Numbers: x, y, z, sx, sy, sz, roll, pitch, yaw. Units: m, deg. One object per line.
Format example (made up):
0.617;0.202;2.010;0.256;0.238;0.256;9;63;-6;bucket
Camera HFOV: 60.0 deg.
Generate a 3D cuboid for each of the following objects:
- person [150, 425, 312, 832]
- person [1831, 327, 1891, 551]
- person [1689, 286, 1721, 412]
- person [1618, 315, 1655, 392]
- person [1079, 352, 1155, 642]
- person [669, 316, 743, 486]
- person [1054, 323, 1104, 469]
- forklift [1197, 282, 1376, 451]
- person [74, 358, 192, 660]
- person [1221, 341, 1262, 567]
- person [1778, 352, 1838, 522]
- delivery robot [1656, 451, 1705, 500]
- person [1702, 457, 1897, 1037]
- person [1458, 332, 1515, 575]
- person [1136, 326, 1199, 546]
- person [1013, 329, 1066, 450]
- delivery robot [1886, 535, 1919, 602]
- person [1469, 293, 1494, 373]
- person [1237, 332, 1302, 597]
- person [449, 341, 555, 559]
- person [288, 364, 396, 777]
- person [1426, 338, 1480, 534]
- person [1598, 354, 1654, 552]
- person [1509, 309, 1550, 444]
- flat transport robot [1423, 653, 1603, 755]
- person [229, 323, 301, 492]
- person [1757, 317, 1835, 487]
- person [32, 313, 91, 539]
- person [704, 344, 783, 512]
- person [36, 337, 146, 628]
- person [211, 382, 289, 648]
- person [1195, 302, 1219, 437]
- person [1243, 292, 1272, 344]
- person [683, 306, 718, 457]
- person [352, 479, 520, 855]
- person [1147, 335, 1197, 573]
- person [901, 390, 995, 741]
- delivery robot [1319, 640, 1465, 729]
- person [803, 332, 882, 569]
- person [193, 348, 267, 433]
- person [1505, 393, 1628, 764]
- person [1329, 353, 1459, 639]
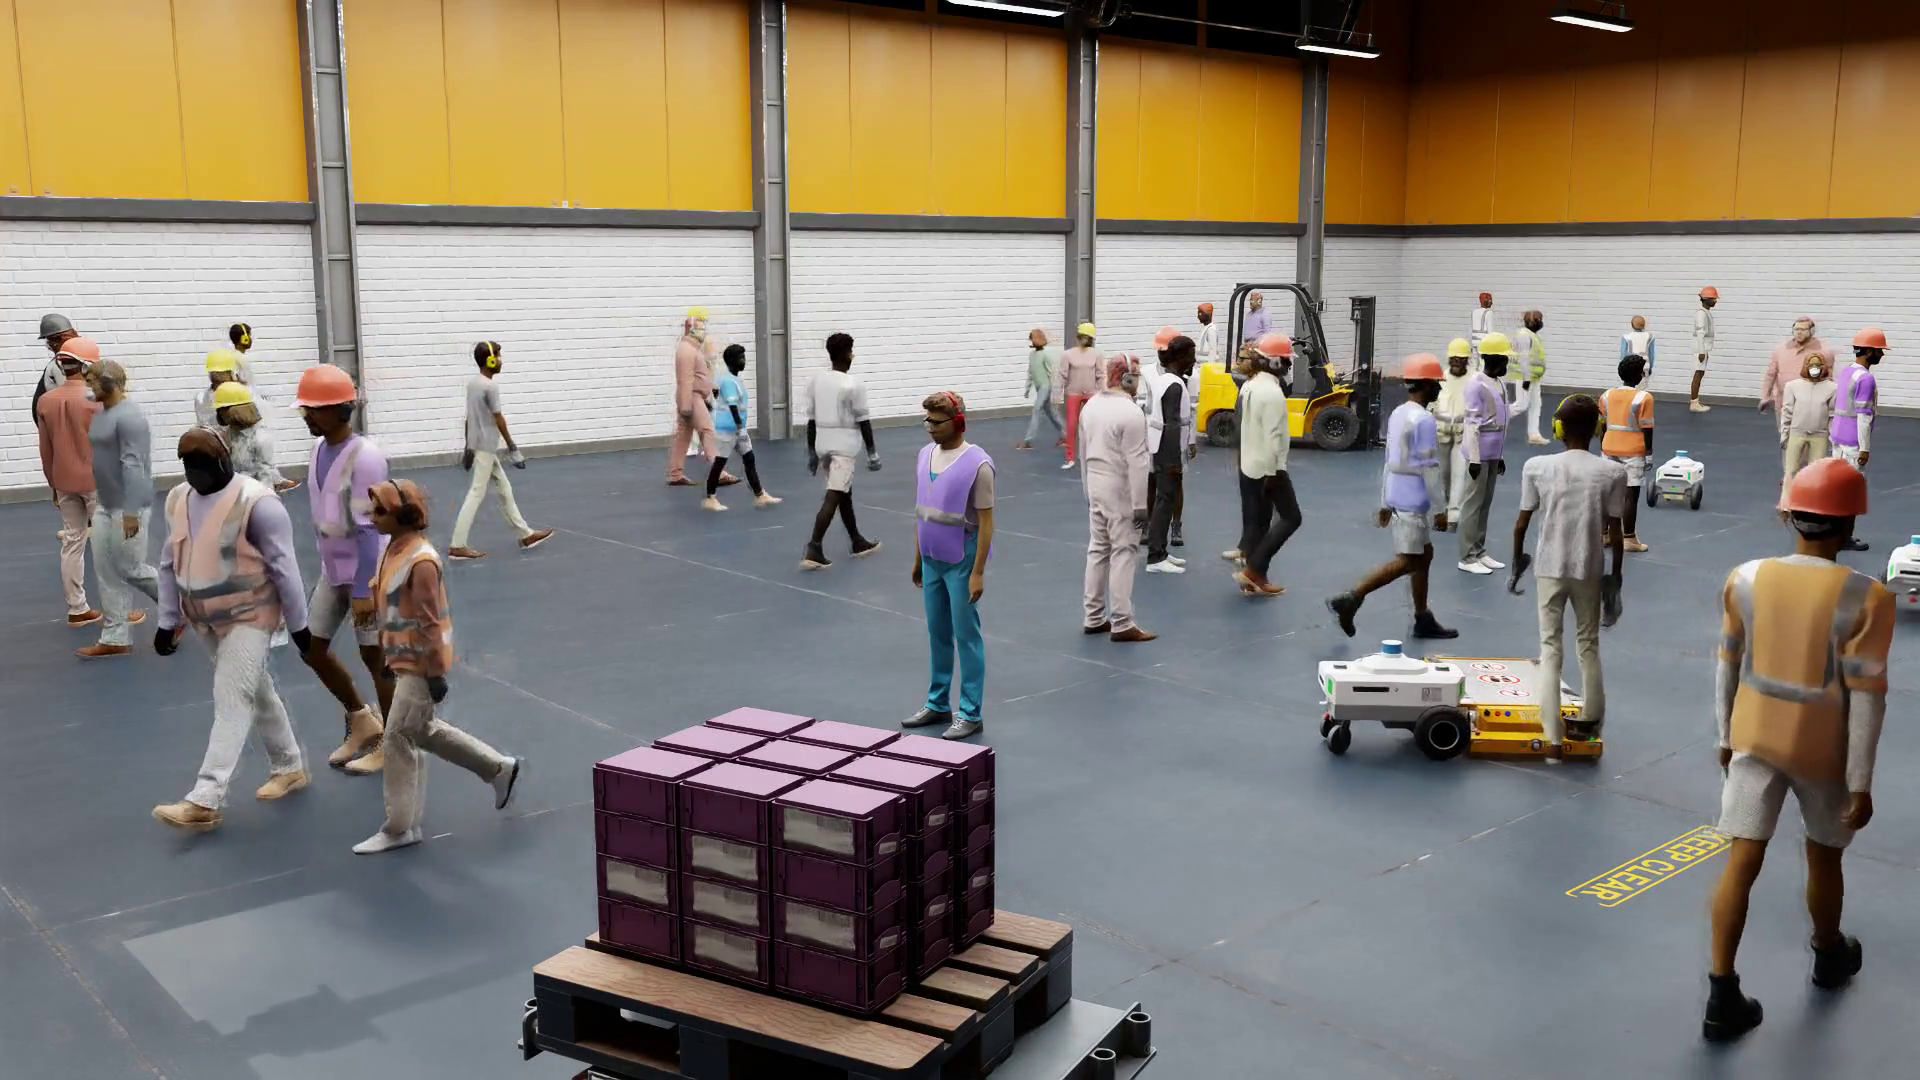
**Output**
-3.318;0.379;7.478;0.643;1.789;0.963;5;11;26;person
7.760;-0.870;14.379;0.390;1.930;0.539;1;10;8;person
12.142;-3.106;27.125;0.379;2.041;0.614;5;11;27;person
10.373;-2.623;25.491;0.521;1.638;0.314;1;10;8;person
1.059;-0.286;11.011;0.403;1.904;0.651;-5;11;-28;person
-2.810;-1.513;18.307;0.895;1.874;0.647;-2;10;-12;person
1.427;-1.725;19.909;0.649;1.744;0.316;-3;10;-15;person
4.328;-2.346;22.227;2.313;2.155;1.214;3;10;16;forklift
-5.284;-0.198;10.565;0.691;1.907;0.719;8;13;40;person
2.388;-0.706;13.641;0.343;1.847;0.507;-2;10;-9;person
8.072;-0.972;15.820;0.498;1.634;0.280;4;10;22;person
7.318;-0.663;16.889;0.477;0.478;0.707;7;12;34;delivery robot
2.784;0.664;5.519;0.980;1.884;0.561;-9;13;-41;person
4.232;-0.699;13.361;0.370;1.929;0.585;7;12;37;person
1.804;-0.905;14.561;0.542;1.931;0.375;2;10;13;person
1.112;-1.992;21.936;0.863;1.585;0.509;-4;11;-23;person
6.783;0.209;11.788;0.477;0.478;0.707;6;11;31;delivery robot
9.360;-3.490;29.832;0.362;1.883;0.575;-4;10;-20;person
2.287;-0.541;12.294;0.433;1.982;0.618;-2;10;-12;person
-3.918;-0.760;14.047;0.976;1.819;0.519;-6;11;-30;person
-2.941;0.162;8.037;0.622;2.022;0.504;8;12;38;person
4.616;-0.997;15.535;0.594;1.799;0.927;4;11;24;person
5.725;-0.745;14.299;0.315;1.698;0.541;-6;11;-31;person
7.586;-2.201;22.462;0.752;1.823;0.623;6;11;32;person
2.955;0.868;9.033;0.652;0.197;1.431;1;10;5;flat transport robot
-7.583;-1.389;17.721;0.551;1.823;0.896;8;13;40;person
9.082;-1.486;18.147;0.924;1.871;0.660;-9;13;-44;person
-8.062;-1.037;15.014;0.535;2.000;0.682;-2;10;-14;person
-2.167;-1.096;16.466;0.842;1.661;0.551;1;10;7;person
-5.935;-0.381;11.329;0.608;1.987;0.388;2;10;12;person
-4.620;-0.155;10.743;0.484;1.737;0.321;5;11;28;person
3.469;-2.396;23.419;0.356;1.887;0.572;0;10;0;person
5.089;-3.315;28.735;0.407;1.910;0.640;-5;11;-26;person
-3.353;-1.994;21.020;0.811;1.897;0.606;-5;11;-26;person
-2.271;0.517;7.157;0.706;1.606;0.521;-6;12;-32;person
1.690;-0.693;13.418;0.401;1.906;0.602;1;10;7;person
-0.037;0.127;8.790;0.389;1.838;0.563;-8;12;-39;person
2.214;0.758;8.569;0.707;0.478;0.477;1;10;5;delivery robot
-0.993;-0.741;13.672;0.602;1.919;1.021;9;13;42;person
-5.805;-0.635;13.320;0.604;1.811;0.638;1;10;6;person
3.062;0.192;8.405;0.521;1.845;0.620;3;10;16;person
2.874;-0.268;10.895;0.832;1.915;0.537;0;10;-2;person
